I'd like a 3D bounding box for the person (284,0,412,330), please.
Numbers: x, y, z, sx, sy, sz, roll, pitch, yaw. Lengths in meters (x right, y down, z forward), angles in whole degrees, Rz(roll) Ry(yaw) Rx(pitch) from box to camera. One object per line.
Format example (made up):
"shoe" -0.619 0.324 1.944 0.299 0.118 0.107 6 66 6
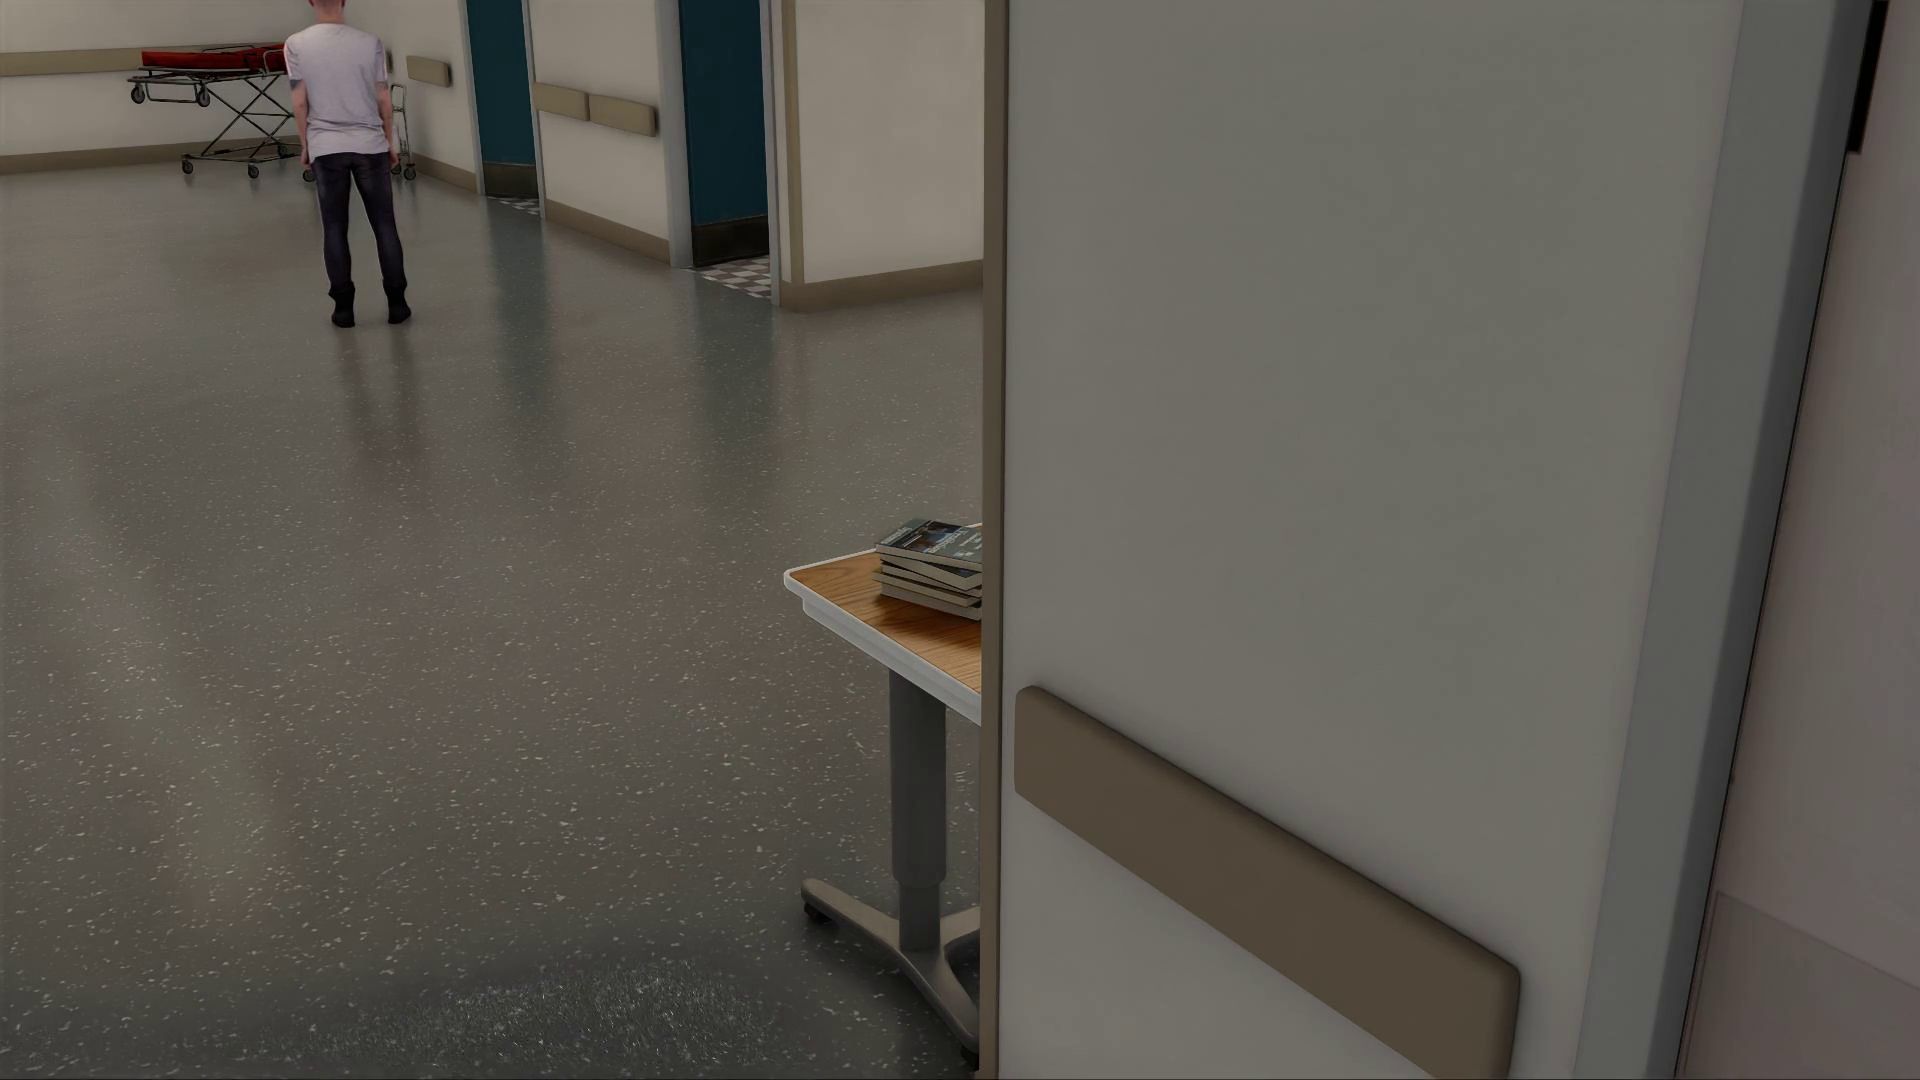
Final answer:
"person" -3.259 -2.063 8.859 0.712 1.833 0.667 -8 22 -20
